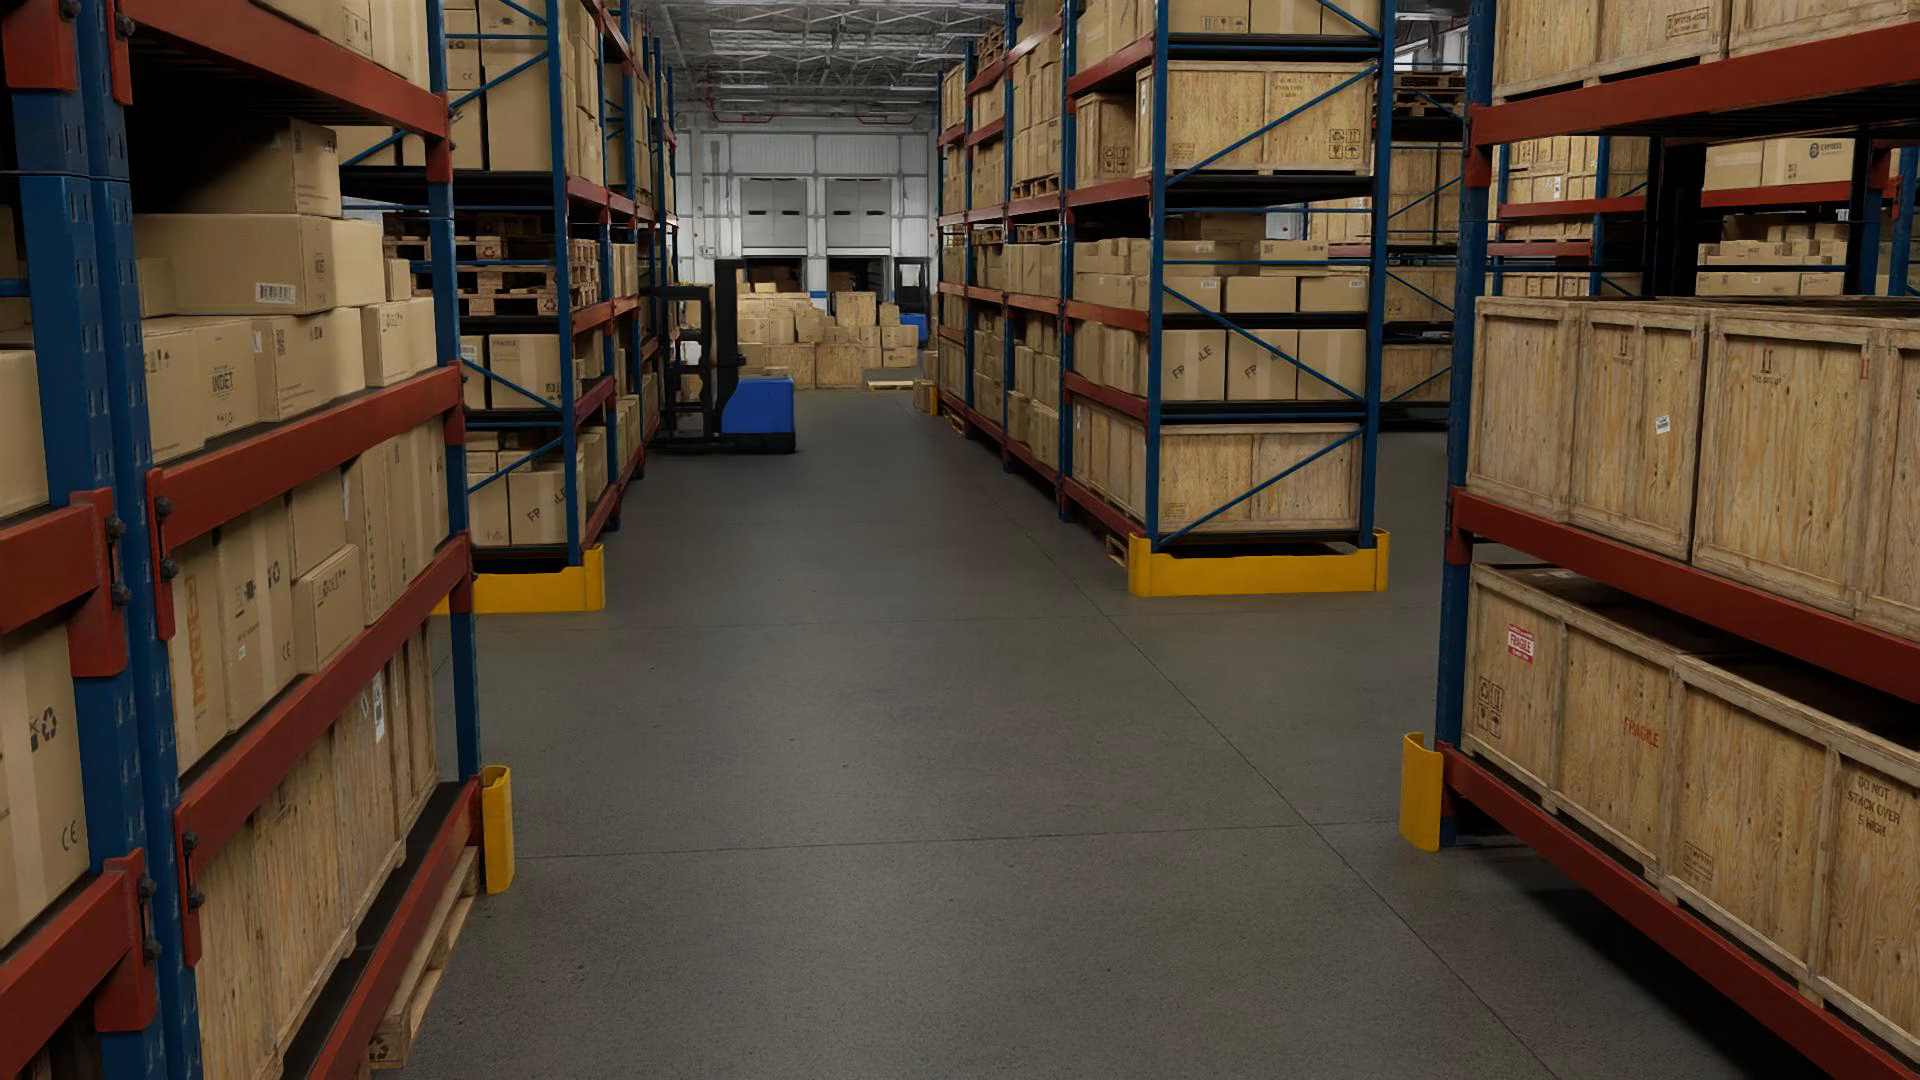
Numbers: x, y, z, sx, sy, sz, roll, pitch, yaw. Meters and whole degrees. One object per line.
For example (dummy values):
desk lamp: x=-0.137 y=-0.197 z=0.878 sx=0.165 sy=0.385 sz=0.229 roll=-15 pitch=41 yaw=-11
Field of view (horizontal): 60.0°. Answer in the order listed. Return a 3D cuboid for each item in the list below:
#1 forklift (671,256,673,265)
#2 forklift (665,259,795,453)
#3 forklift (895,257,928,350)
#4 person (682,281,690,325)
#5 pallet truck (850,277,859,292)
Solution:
forklift: x=-10.987 y=-9.066 z=61.344 sx=1.129 sy=2.768 sz=1.873 roll=-1 pitch=10 yaw=-7
forklift: x=-3.390 y=-2.719 z=24.397 sx=1.873 sy=2.768 sz=1.129 roll=-1 pitch=10 yaw=-7
forklift: x=-1.494 y=-7.211 z=50.544 sx=1.129 sy=2.768 sz=1.873 roll=1 pitch=10 yaw=7
person: x=-9.871 y=-8.434 z=60.430 sx=0.363 sy=1.930 sz=0.587 roll=6 pitch=12 yaw=33
pallet truck: x=-3.782 y=-9.391 z=65.808 sx=1.885 sy=1.965 sz=0.823 roll=2 pitch=10 yaw=10
